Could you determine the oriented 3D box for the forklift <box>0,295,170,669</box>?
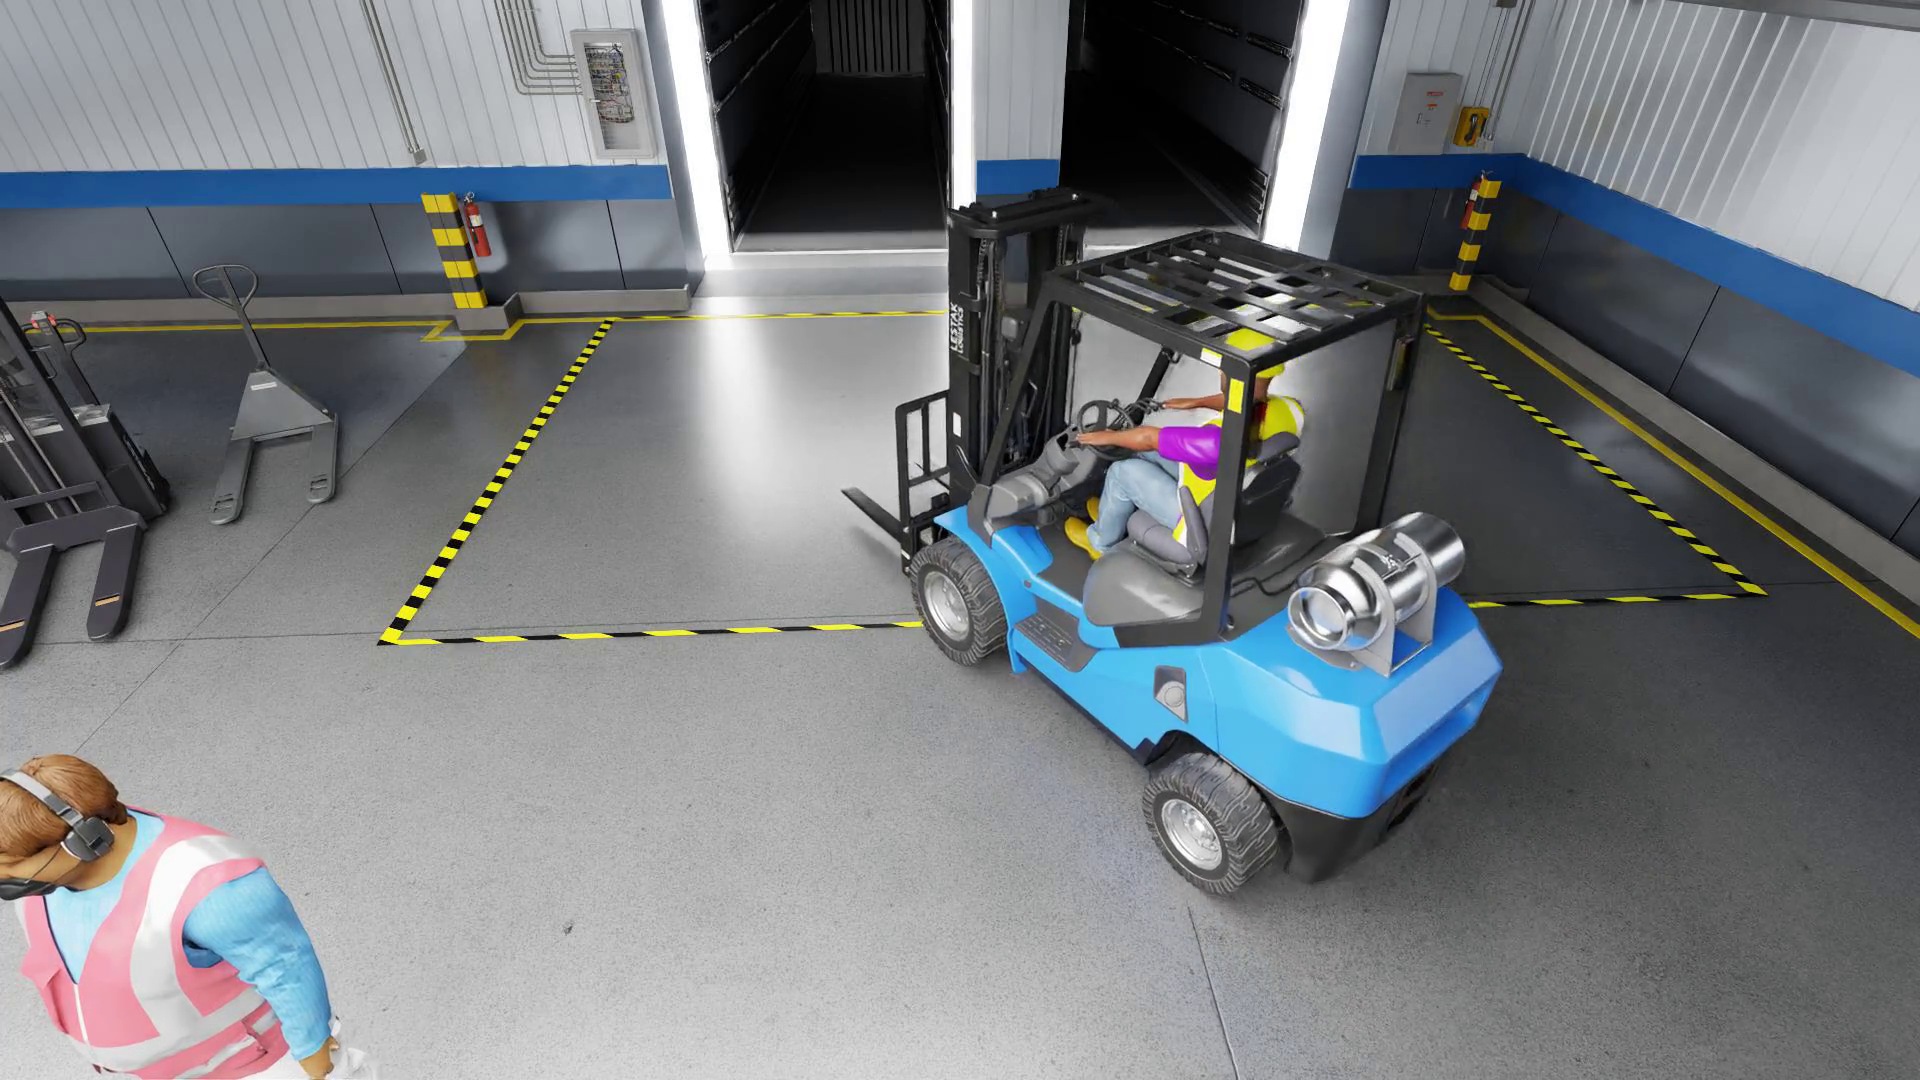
[{"bbox_3d":[-5.212,-0.618,4.878,0.823,1.965,1.885,-20,39,-26],"label":"forklift"}]

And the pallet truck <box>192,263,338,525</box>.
[{"bbox_3d":[-4.778,-1.027,6.128,0.680,1.201,1.601,-17,38,-23],"label":"pallet truck"}]

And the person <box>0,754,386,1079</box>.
[{"bbox_3d":[-1.900,1.231,2.356,0.632,1.843,0.429,7,36,10],"label":"person"}]

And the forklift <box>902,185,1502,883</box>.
[{"bbox_3d":[0.920,-0.202,3.970,1.157,2.036,2.680,-23,41,-30],"label":"forklift"}]

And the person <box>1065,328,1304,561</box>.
[{"bbox_3d":[0.890,-0.386,3.906,0.635,1.294,1.004,-23,41,-30],"label":"person"}]
